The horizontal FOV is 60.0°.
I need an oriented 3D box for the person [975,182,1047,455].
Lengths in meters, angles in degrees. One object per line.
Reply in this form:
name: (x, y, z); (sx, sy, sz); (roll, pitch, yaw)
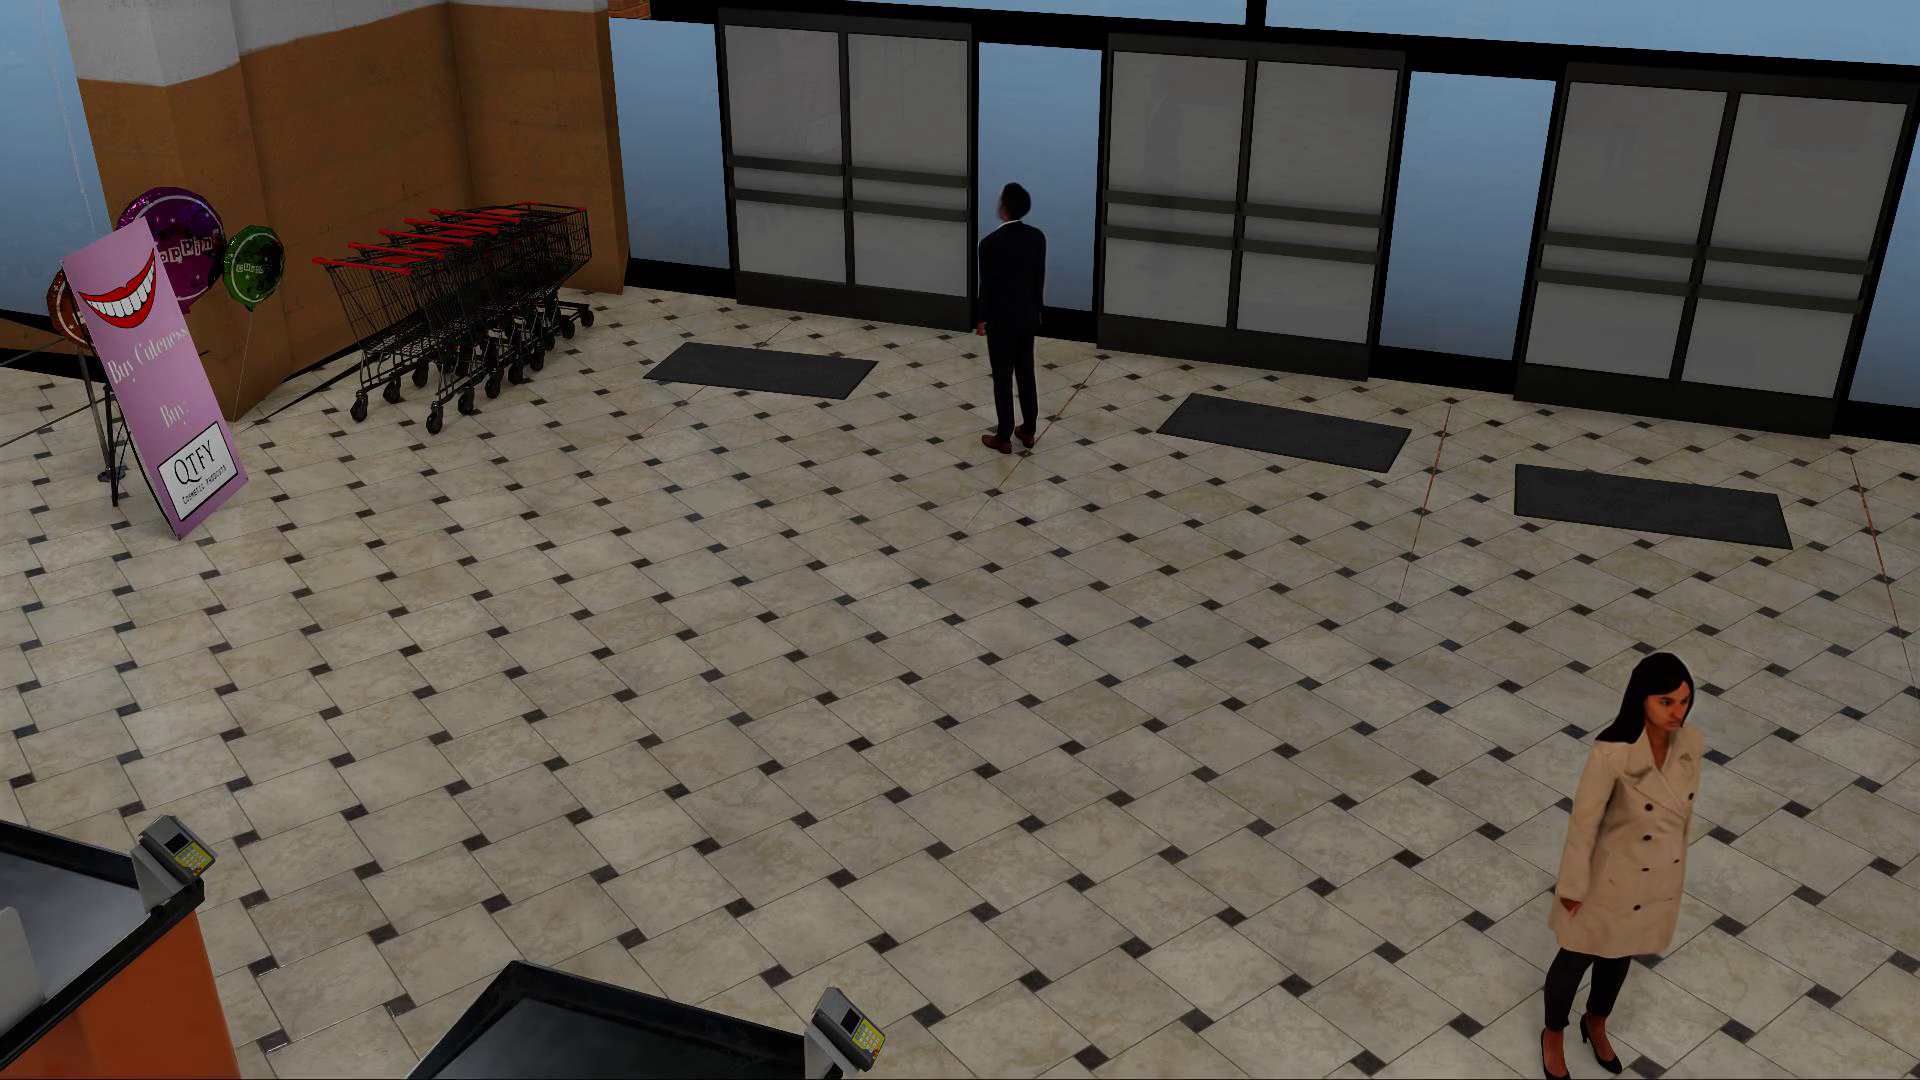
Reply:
person: (0.322, -1.386, 10.461); (0.675, 1.726, 0.761); (-15, 31, -27)

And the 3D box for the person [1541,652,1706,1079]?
person: (2.210, 1.117, 5.574); (0.714, 1.682, 0.737); (-8, 28, -15)
